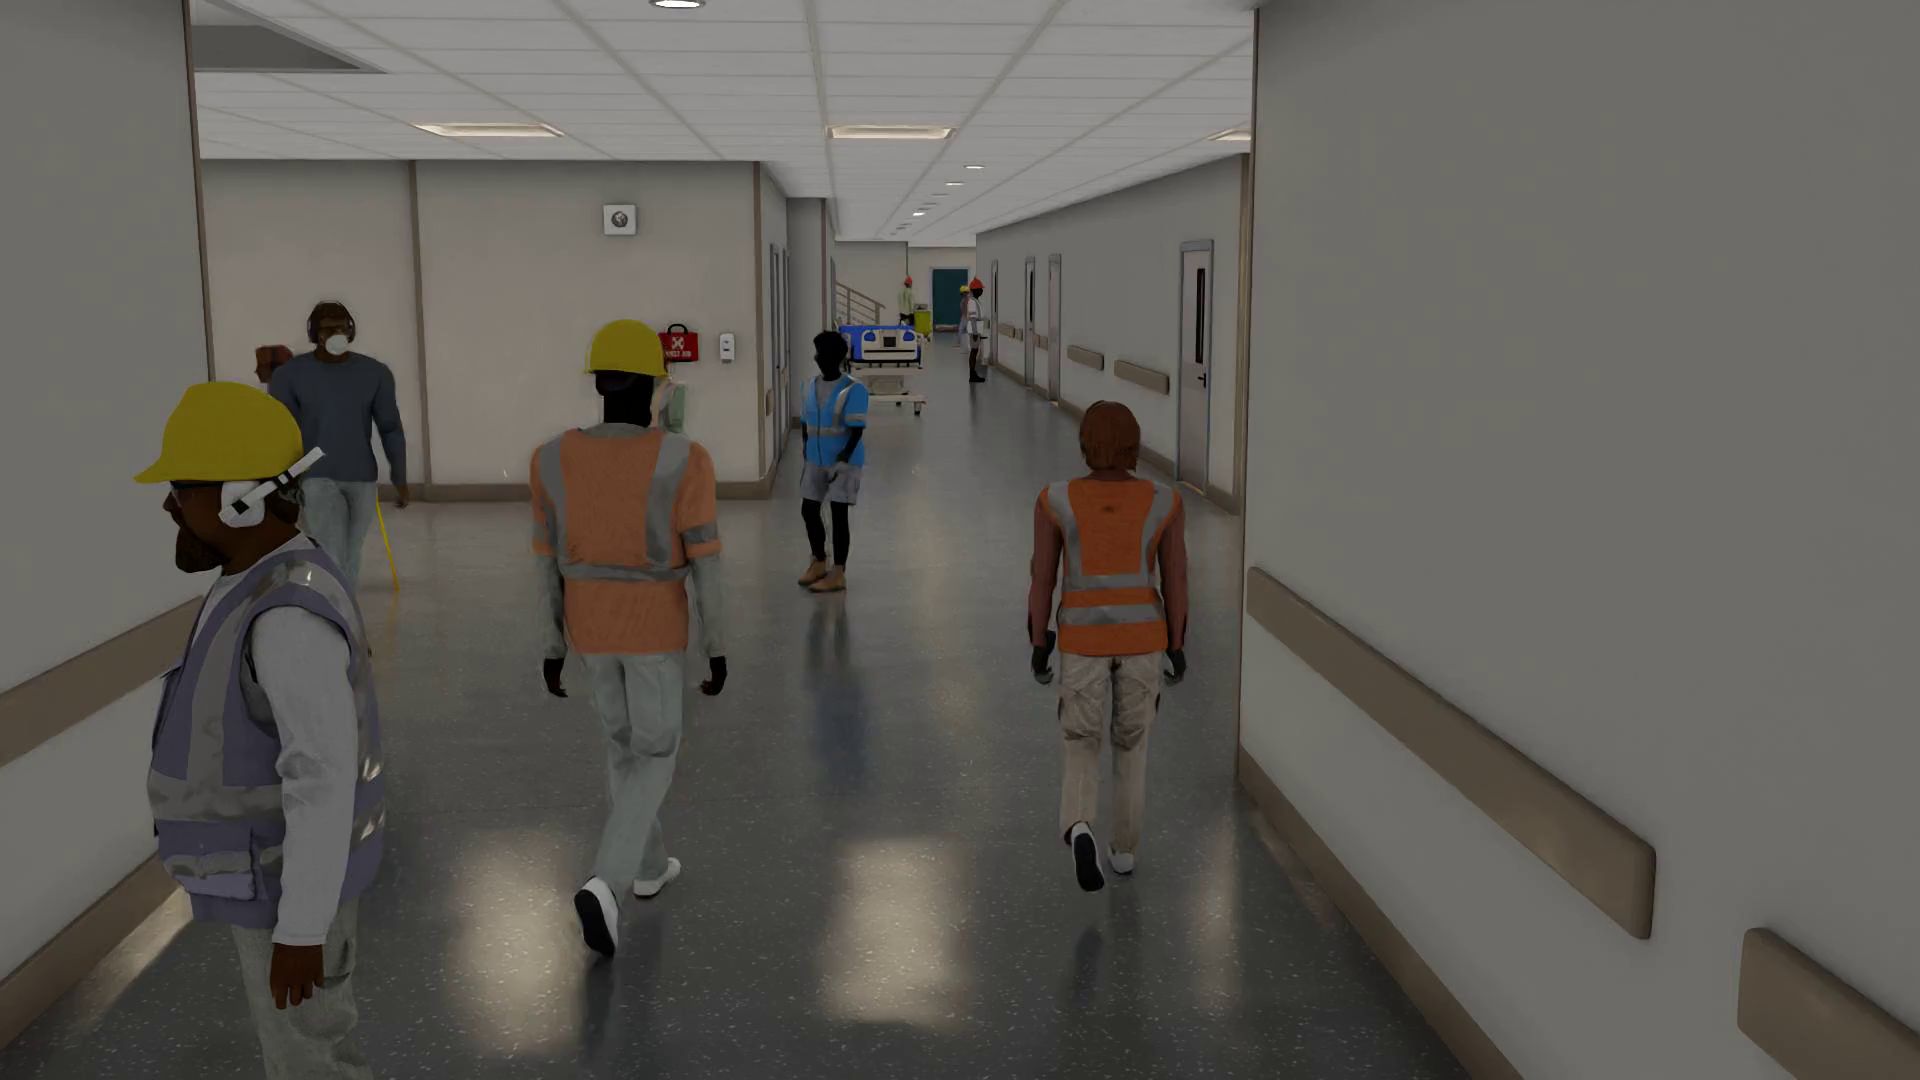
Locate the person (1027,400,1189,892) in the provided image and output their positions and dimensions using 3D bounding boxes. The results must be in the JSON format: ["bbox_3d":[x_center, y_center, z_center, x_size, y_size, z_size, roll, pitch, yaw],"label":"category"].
[{"bbox_3d":[0.486,0.363,5.417,0.530,1.621,0.588,0,9,1],"label":"person"}]

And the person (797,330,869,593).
[{"bbox_3d":[-0.822,-0.504,10.652,0.563,1.689,0.370,6,11,32],"label":"person"}]

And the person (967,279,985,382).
[{"bbox_3d":[0.313,-3.965,31.576,0.354,1.939,0.544,1,9,6],"label":"person"}]

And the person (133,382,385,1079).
[{"bbox_3d":[-1.292,0.618,3.127,0.404,1.830,0.601,-5,10,-28],"label":"person"}]

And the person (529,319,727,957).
[{"bbox_3d":[-1.028,0.277,5.090,0.595,1.897,0.852,2,9,11],"label":"person"}]

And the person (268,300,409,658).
[{"bbox_3d":[-3.243,-0.304,8.752,0.643,1.886,0.994,-7,11,-37],"label":"person"}]
